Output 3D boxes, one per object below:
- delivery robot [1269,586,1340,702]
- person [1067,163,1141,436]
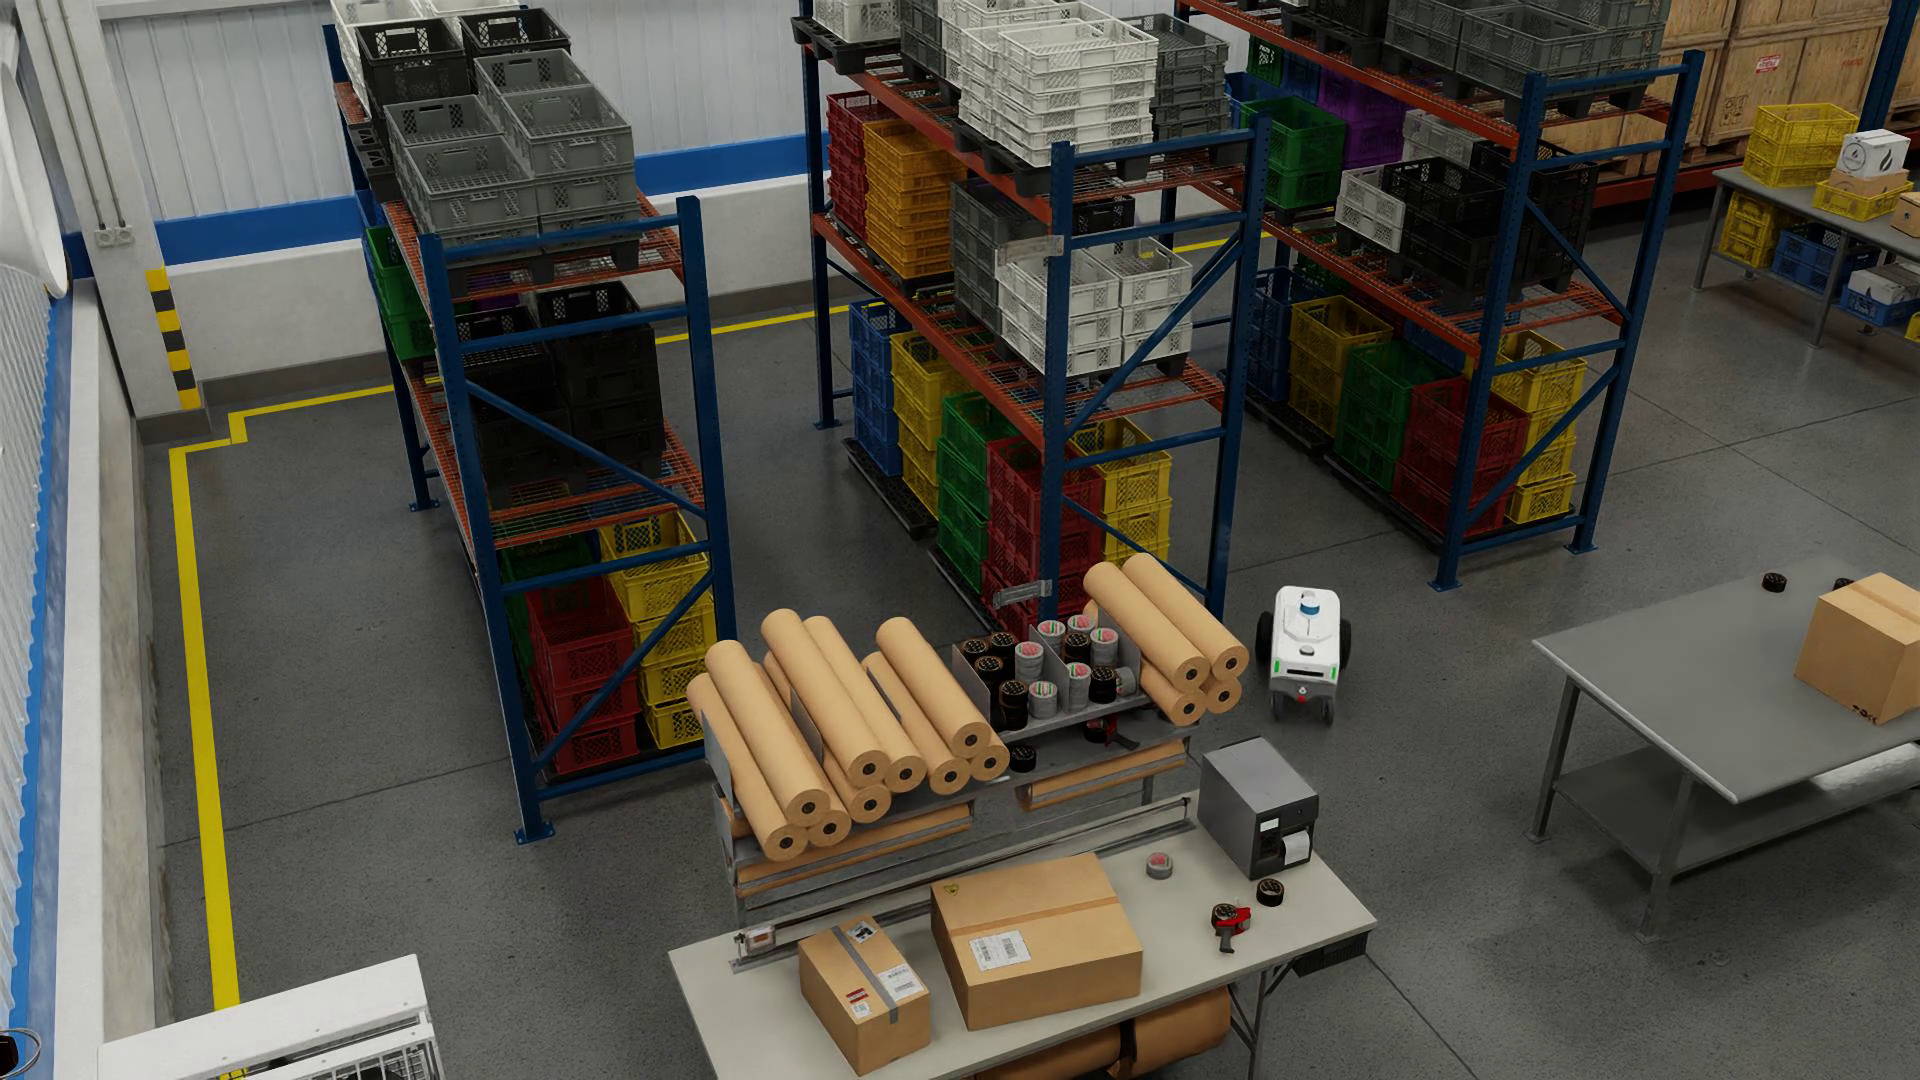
[{"bbox_3d":[1.817,0.522,8.741,0.477,0.478,0.707,6,32,9],"label":"delivery robot"},{"bbox_3d":[0.843,-1.568,10.915,0.628,1.937,0.378,1,32,2],"label":"person"}]
